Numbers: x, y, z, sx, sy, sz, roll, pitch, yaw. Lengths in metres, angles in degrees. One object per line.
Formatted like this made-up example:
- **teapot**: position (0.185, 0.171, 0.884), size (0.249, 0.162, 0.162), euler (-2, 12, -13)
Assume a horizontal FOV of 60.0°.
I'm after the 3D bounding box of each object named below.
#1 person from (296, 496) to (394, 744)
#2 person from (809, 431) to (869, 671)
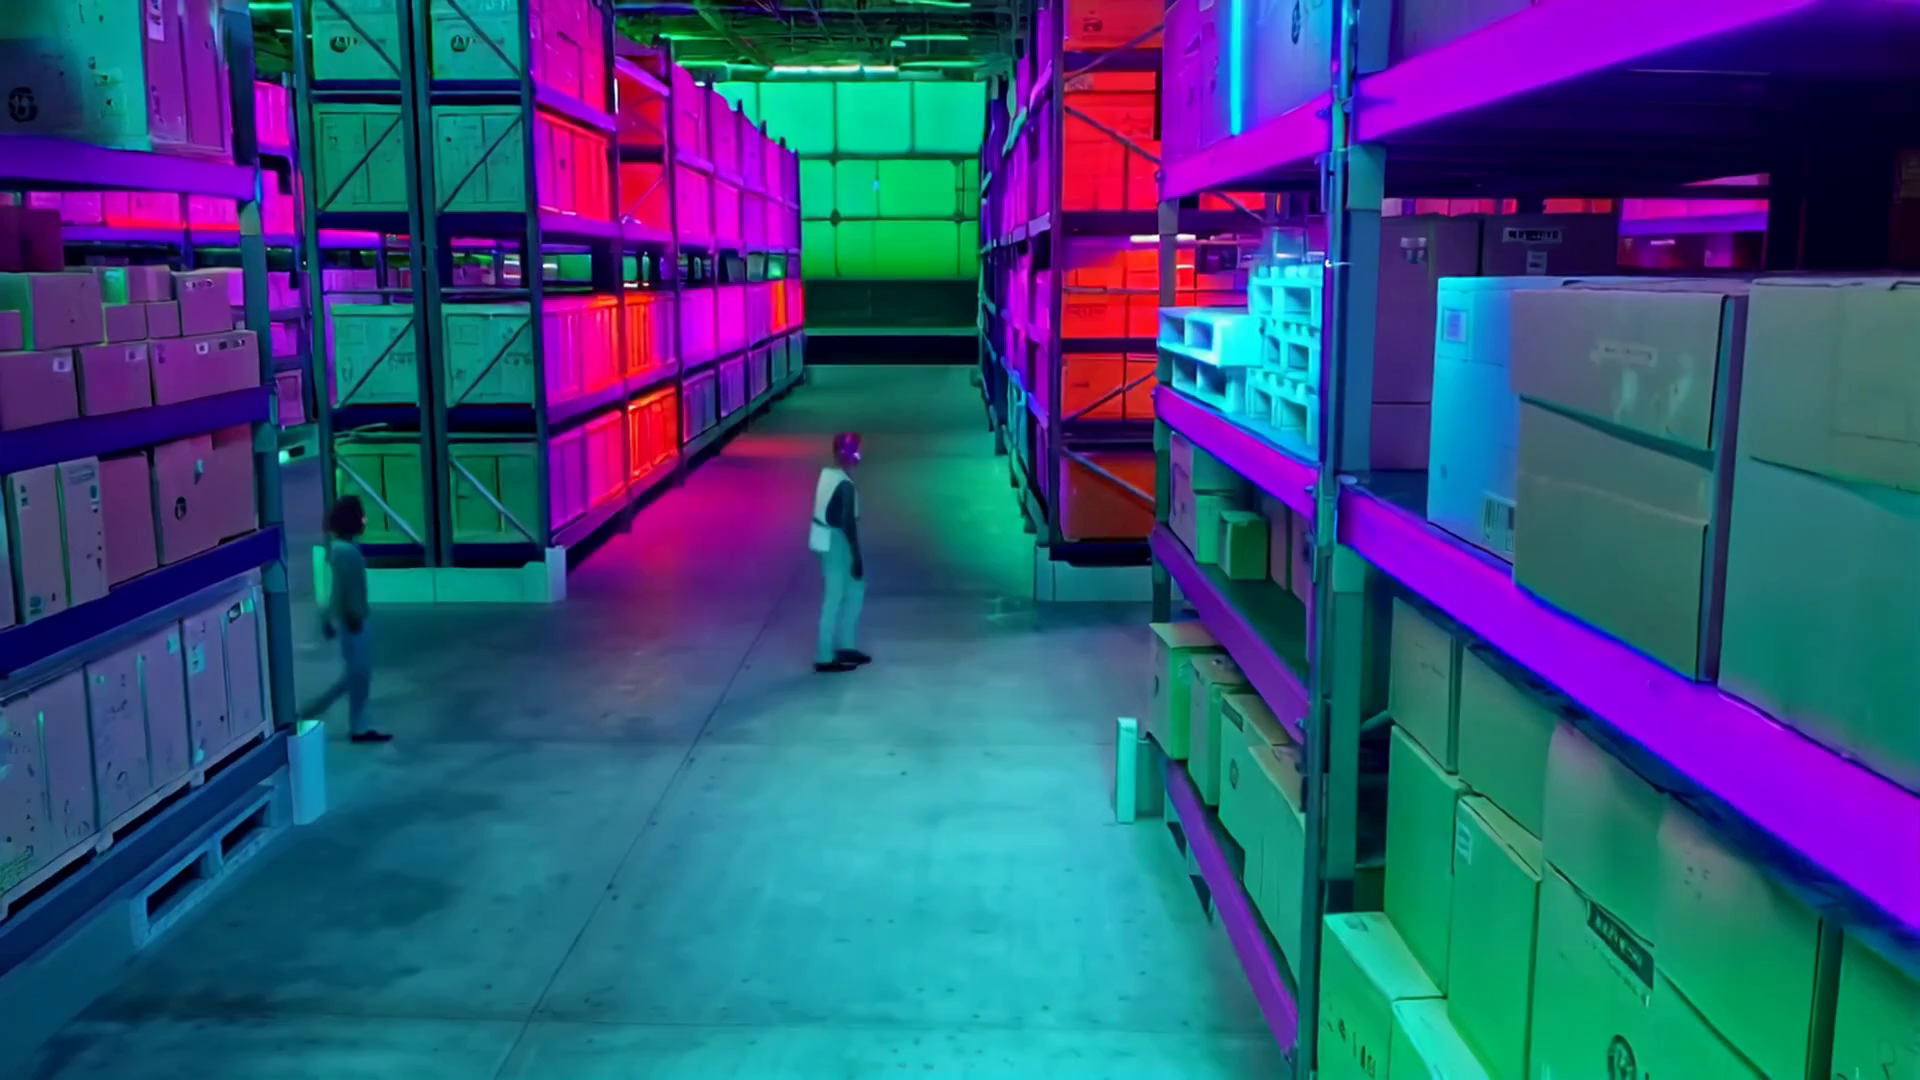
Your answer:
- **person**: position (-3.931, 0.523, 10.490), size (0.535, 1.621, 0.499), euler (-3, 10, -16)
- **person**: position (-0.847, 0.088, 12.526), size (0.578, 1.821, 0.614), euler (-2, 10, -14)
